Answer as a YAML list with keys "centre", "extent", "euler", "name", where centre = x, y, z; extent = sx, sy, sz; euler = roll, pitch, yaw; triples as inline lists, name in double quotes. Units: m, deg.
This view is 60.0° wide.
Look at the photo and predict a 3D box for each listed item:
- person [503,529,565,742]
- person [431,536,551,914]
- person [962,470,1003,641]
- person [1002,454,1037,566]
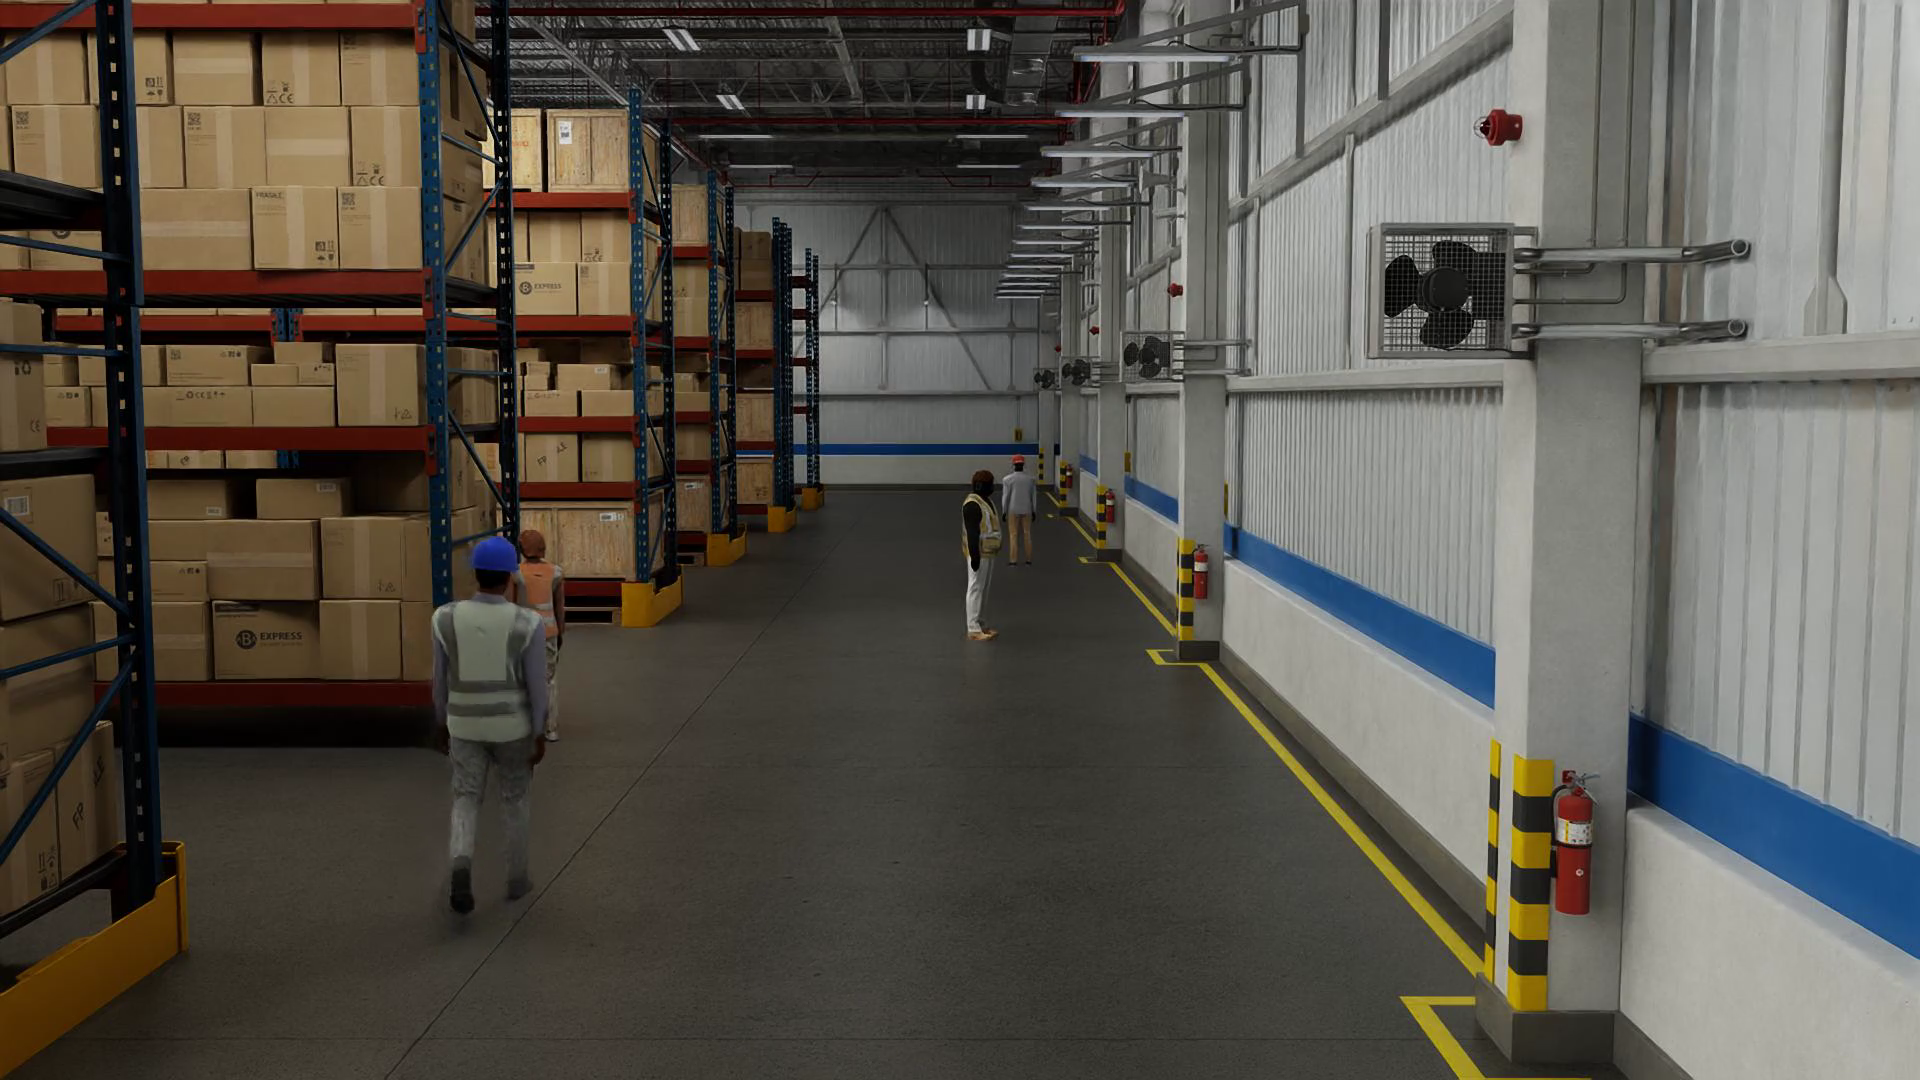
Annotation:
- centre: [-3.218, 0.735, 12.554]
  extent: [0.524, 1.632, 0.314]
  euler: [-4, 6, -40]
  name: "person"
- centre: [-2.397, 0.939, 8.475]
  extent: [0.621, 1.925, 0.721]
  euler: [0, 5, -3]
  name: "person"
- centre: [0.243, 0.165, 17.989]
  extent: [0.429, 1.840, 0.633]
  euler: [1, 5, 15]
  name: "person"
- centre: [0.912, -0.461, 25.789]
  extent: [0.572, 1.747, 0.344]
  euler: [-1, 5, -16]
  name: "person"
